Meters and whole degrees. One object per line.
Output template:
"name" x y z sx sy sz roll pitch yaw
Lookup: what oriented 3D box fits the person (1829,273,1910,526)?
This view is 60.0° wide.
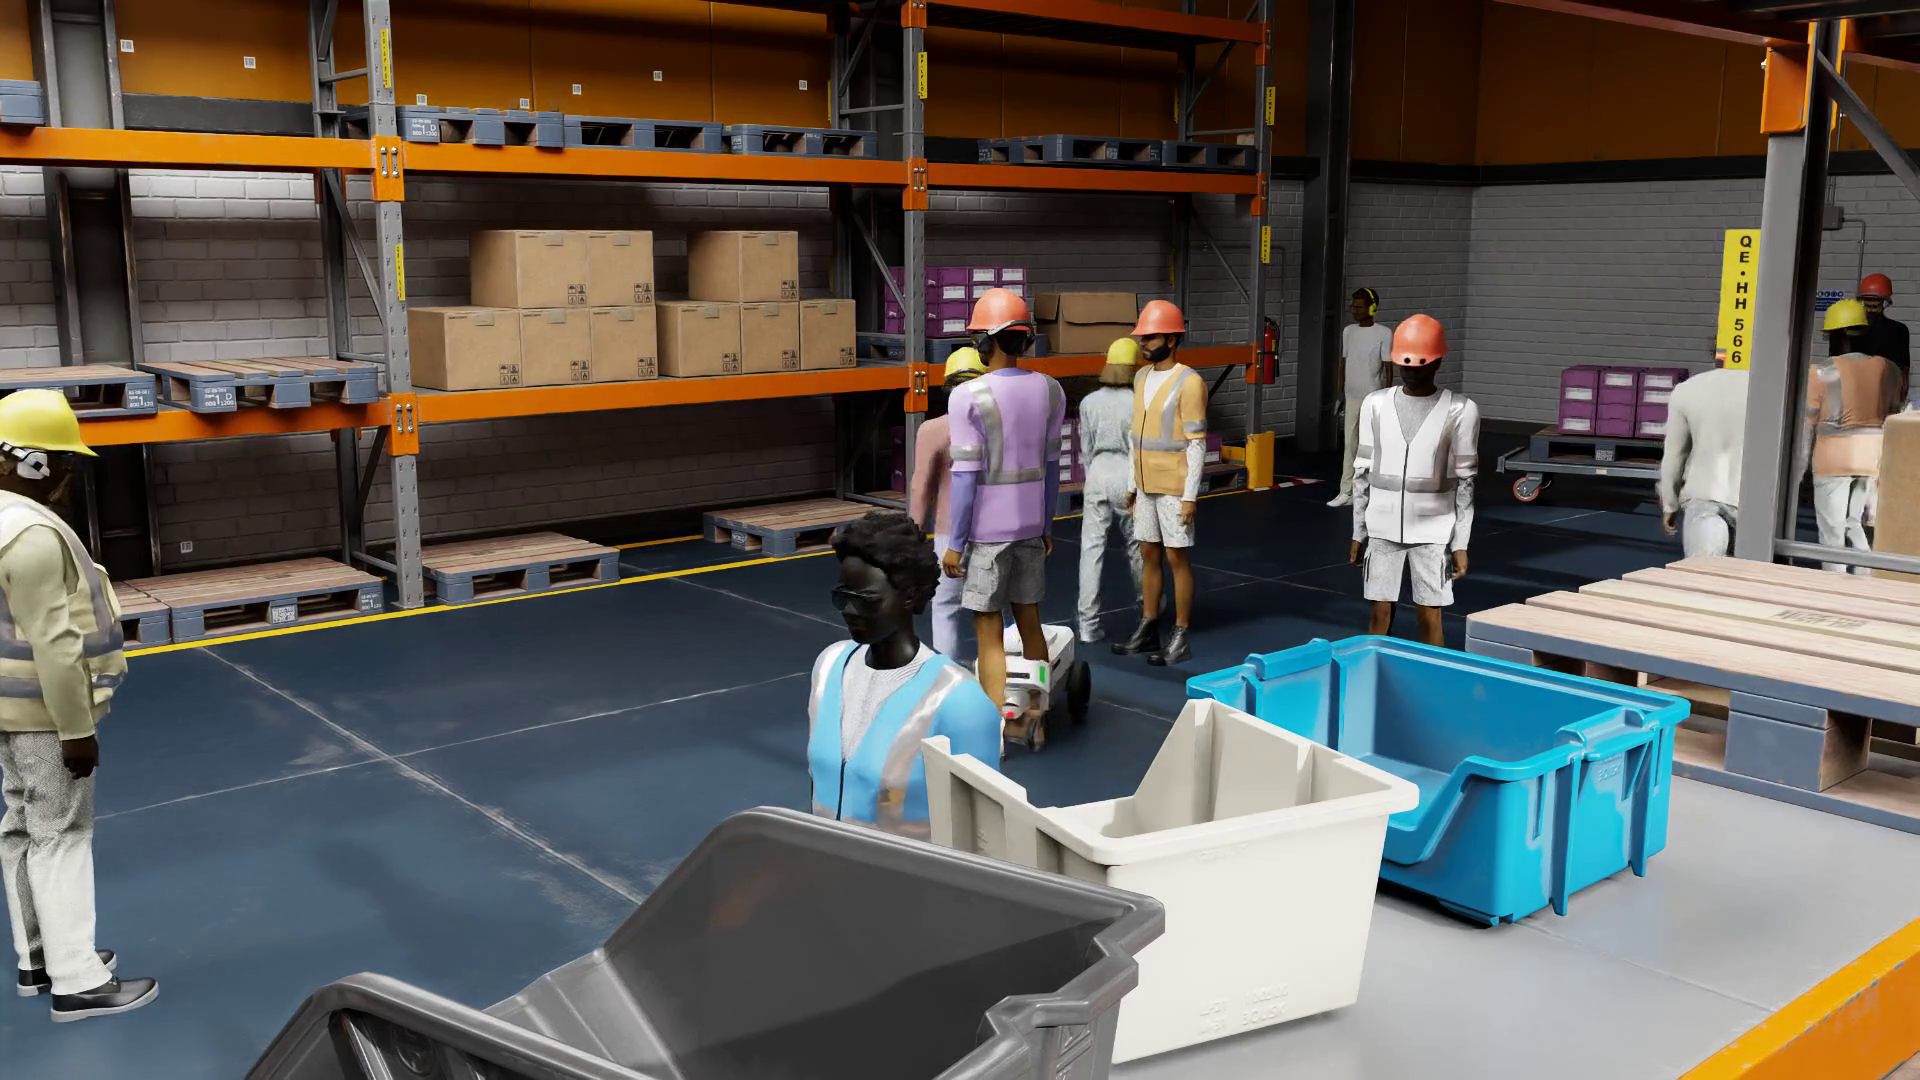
"person" 7.211 -1.110 13.230 0.375 1.997 0.612 -9 13 -40

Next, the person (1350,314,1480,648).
"person" 2.000 -0.039 7.392 0.543 1.939 0.360 6 12 28

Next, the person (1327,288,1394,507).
"person" 3.387 -1.180 14.002 0.519 1.865 0.331 10 14 44

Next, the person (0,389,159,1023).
"person" -2.639 0.476 4.830 0.589 1.824 0.403 10 14 44

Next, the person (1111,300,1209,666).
"person" 1.065 -0.299 8.849 0.374 1.939 0.545 -6 12 -31

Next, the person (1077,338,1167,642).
"person" 0.914 -0.297 9.502 0.493 1.694 0.906 5 11 28

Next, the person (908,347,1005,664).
"person" 0.013 -0.038 7.914 0.560 1.750 0.377 -6 12 -31

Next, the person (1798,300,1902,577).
"person" 5.142 -0.439 9.727 0.583 1.903 0.452 -1 10 -8

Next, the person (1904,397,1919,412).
"person" 4.816 -0.088 8.047 0.609 1.798 0.510 8 13 38

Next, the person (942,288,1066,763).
"person" 0.170 -0.057 7.204 0.607 2.044 0.378 -9 13 -40

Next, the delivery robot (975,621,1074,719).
"delivery robot" 0.303 0.562 7.640 0.477 0.478 0.707 3 10 14

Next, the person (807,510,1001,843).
"person" -0.146 0.775 3.509 0.316 1.696 0.542 -10 14 -44

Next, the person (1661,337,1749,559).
"person" 3.820 -0.170 8.306 0.638 1.891 1.048 5 11 28
